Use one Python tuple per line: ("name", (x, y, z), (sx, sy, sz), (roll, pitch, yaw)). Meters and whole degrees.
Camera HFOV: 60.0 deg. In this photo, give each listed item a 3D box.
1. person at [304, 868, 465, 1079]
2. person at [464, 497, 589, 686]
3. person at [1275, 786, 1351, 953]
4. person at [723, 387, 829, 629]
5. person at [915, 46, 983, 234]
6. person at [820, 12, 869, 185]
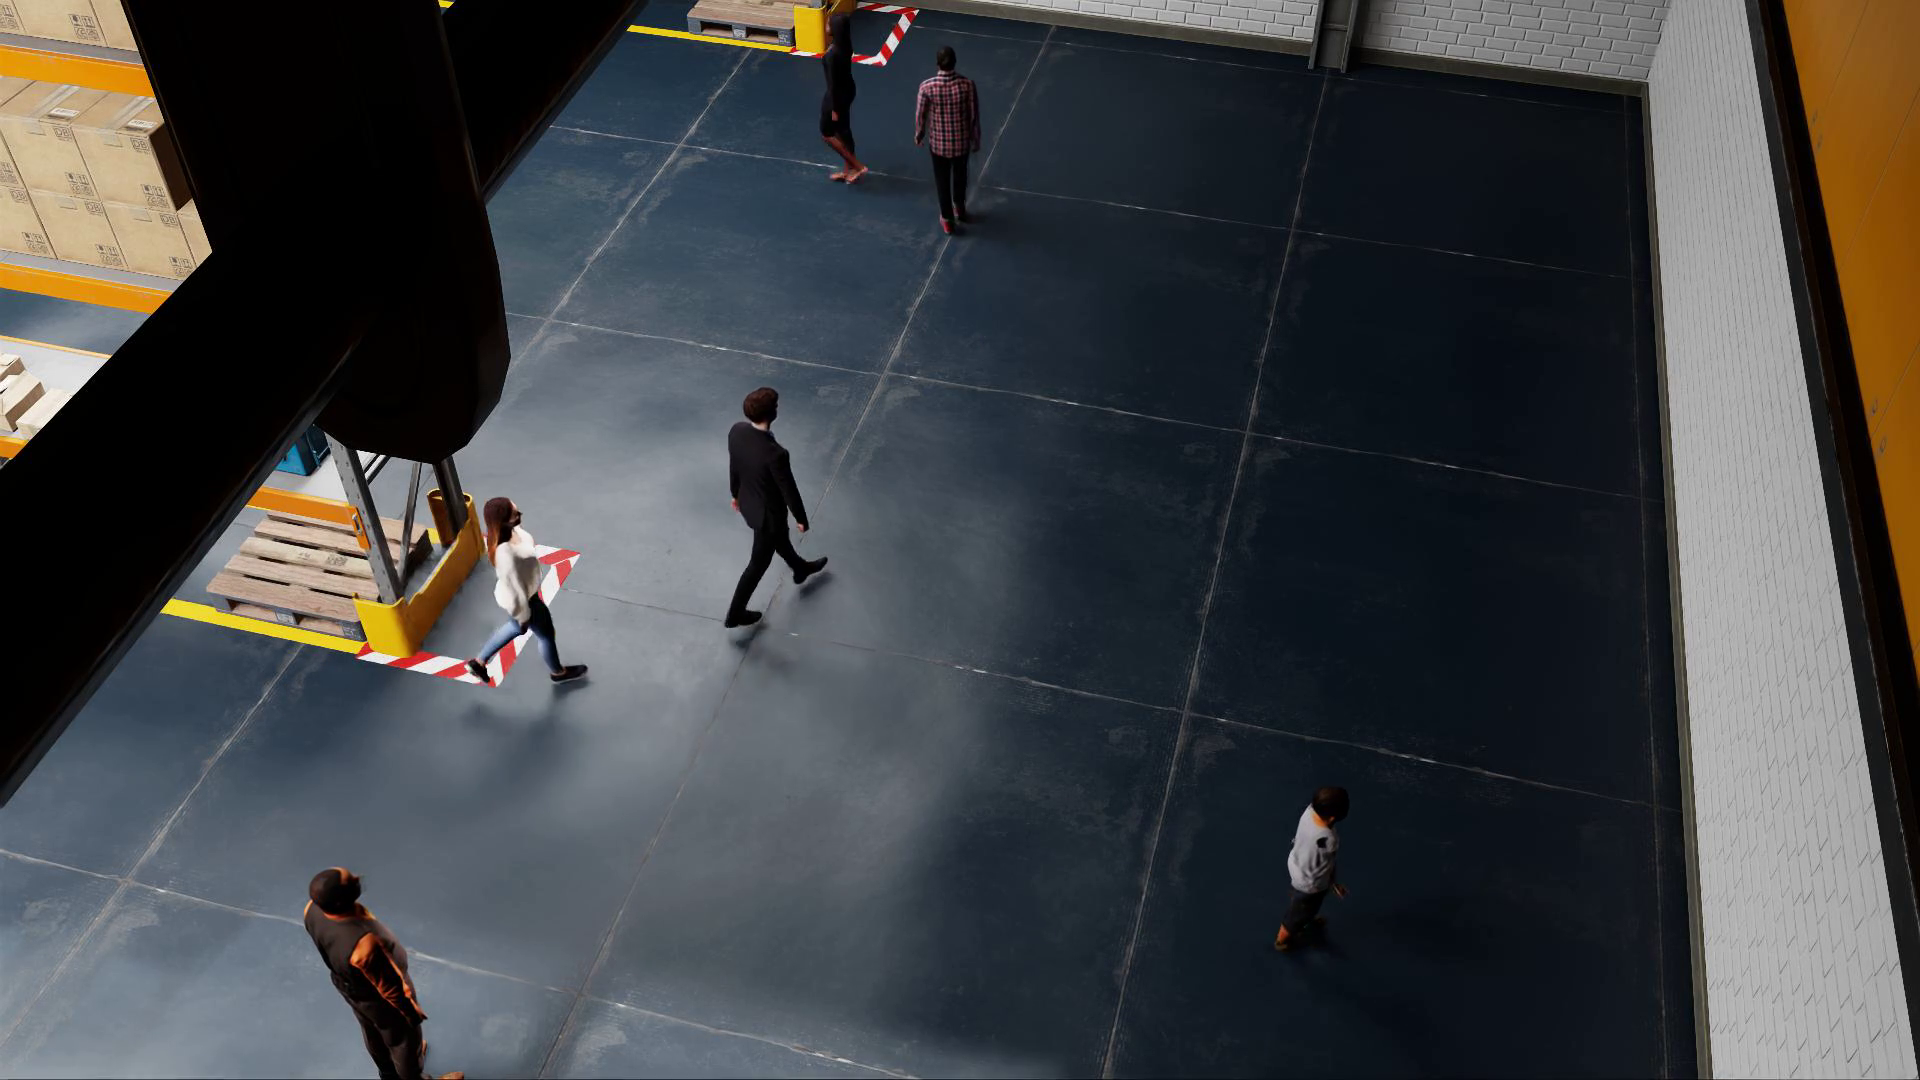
("person", (-2.995, 2.290, 8.488), (0.691, 1.908, 0.839), (28, 50, 26))
("person", (-2.891, 0.374, 10.667), (1.093, 1.676, 0.977), (-15, 46, -15))
("person", (1.917, 1.831, 9.307), (0.755, 1.444, 0.715), (-10, 45, -11))
("person", (-1.369, -0.169, 11.112), (1.200, 1.849, 1.267), (-33, 53, -30))
("person", (-0.083, -3.491, 14.673), (0.837, 1.747, 0.931), (-5, 44, -5))
("person", (-1.022, -4.023, 15.257), (0.656, 1.711, 0.610), (11, 45, 12))
